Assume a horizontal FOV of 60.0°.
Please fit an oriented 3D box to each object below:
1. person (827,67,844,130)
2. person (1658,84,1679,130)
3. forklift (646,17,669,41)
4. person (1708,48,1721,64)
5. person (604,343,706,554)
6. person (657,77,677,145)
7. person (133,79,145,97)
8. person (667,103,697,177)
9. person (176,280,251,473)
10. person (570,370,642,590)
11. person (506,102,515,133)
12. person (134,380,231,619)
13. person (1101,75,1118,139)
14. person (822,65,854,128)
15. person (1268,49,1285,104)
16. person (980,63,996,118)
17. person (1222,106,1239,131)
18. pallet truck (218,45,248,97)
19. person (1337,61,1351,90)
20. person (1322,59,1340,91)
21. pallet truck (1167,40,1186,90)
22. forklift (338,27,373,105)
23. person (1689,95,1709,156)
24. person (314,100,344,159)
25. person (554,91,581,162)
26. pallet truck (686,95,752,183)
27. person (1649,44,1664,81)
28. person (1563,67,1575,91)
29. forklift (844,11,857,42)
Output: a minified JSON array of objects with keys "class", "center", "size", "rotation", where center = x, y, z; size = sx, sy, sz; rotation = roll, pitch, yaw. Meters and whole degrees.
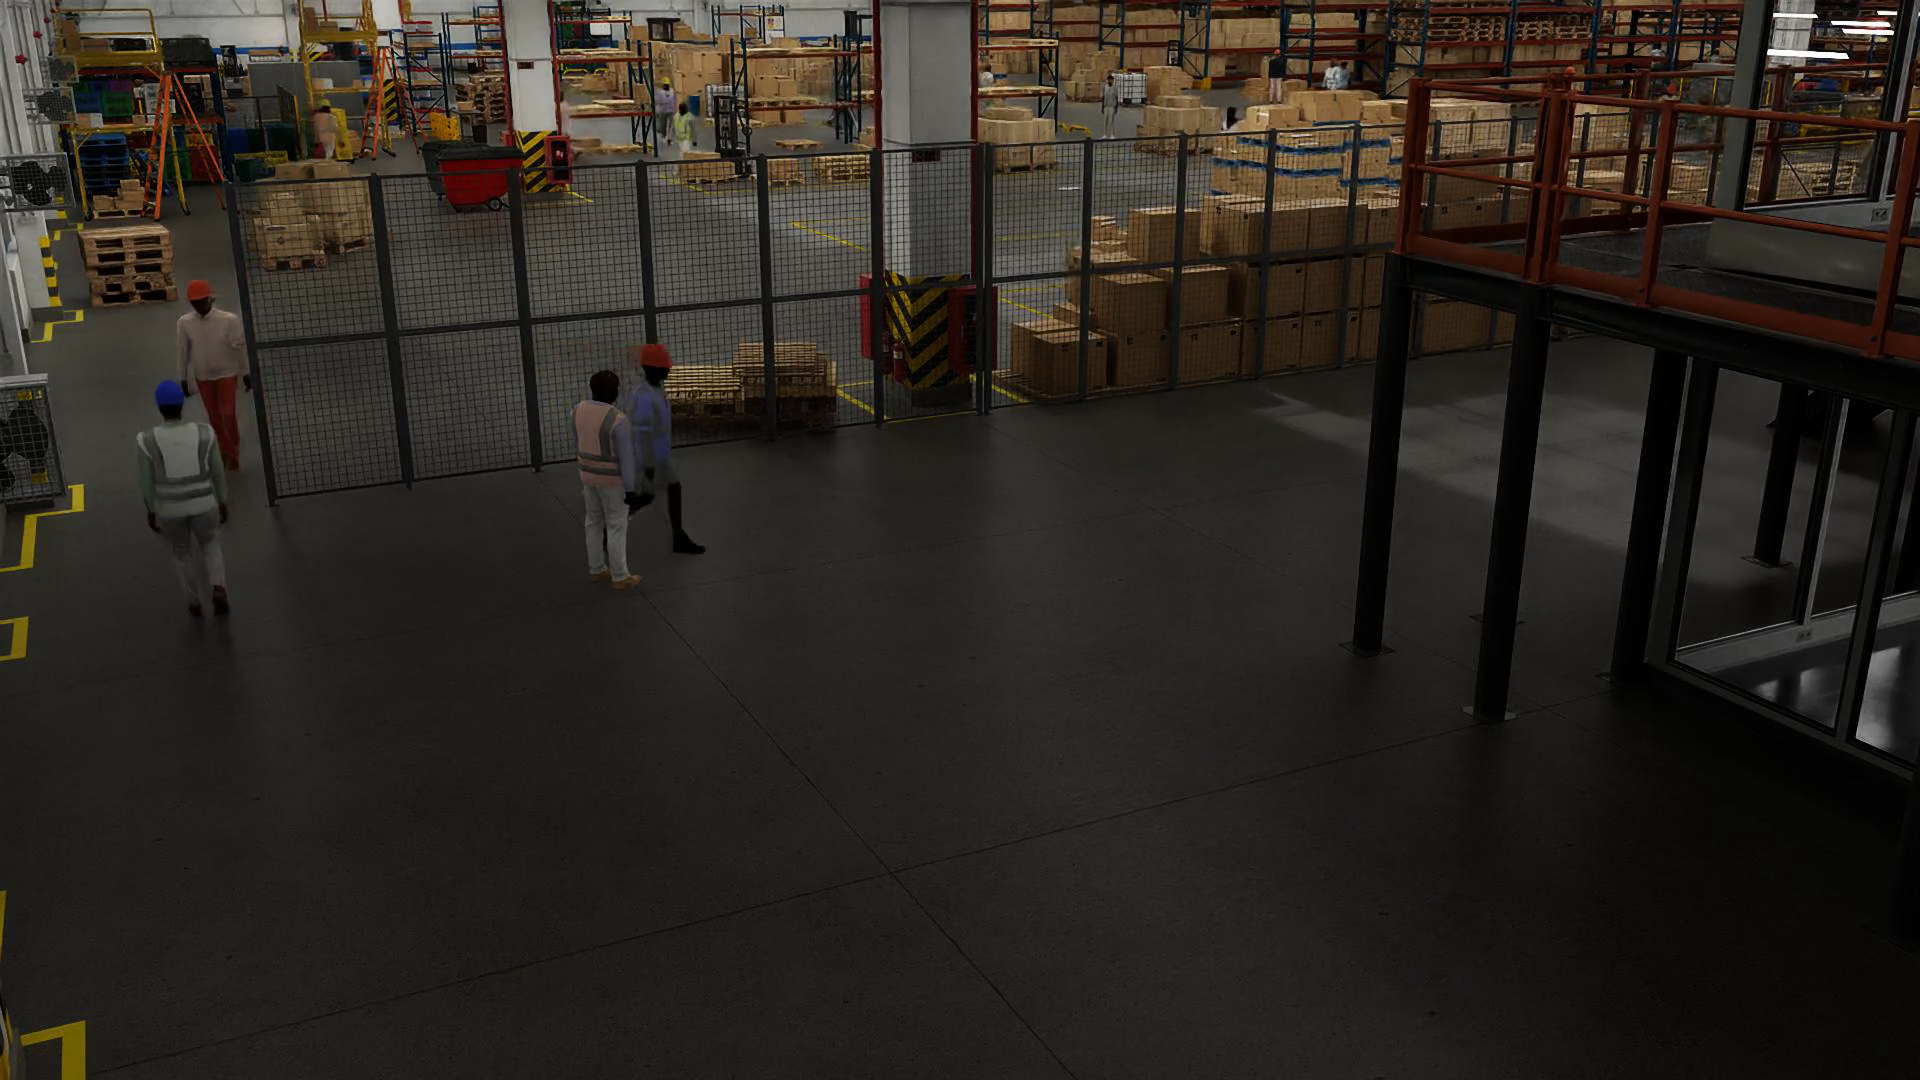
[{"class":"person","center":[-3.861,-13.908,52.427],"size":[0.471,1.927,0.626],"rotation":[-7,20,-20]},{"class":"person","center":[19.443,-11.569,45.741],"size":[0.558,1.874,0.976],"rotation":[3,19,9]},{"class":"forklift","center":[-13.136,-21.333,72.511],"size":[1.129,2.768,1.873],"rotation":[-17,25,-40]},{"class":"person","center":[31.316,-19.608,69.248],"size":[0.654,1.731,0.578],"rotation":[-18,26,-41]},{"class":"person","center":[-2.726,-0.777,14.410],"size":[0.884,1.908,0.554],"rotation":[3,19,7]},{"class":"person","center":[-8.491,-12.471,48.279],"size":[0.600,1.914,0.617],"rotation":[-6,20,-17]},{"class":"person","center":[-25.330,-13.406,51.425],"size":[0.523,1.632,0.313],"rotation":[6,20,17]},{"class":"person","center":[-6.791,-9.752,40.590],"size":[0.644,1.775,0.996],"rotation":[14,23,34]},{"class":"person","center":[-7.568,-1.638,16.804],"size":[0.654,1.960,0.802],"rotation":[-3,19,-8]},{"class":"person","center":[-2.895,-0.495,13.696],"size":[0.618,1.836,0.431],"rotation":[13,23,33]},{"class":"person","center":[-11.242,-10.216,42.080],"size":[0.373,1.681,0.553],"rotation":[14,23,34]},{"class":"person","center":[-6.009,-0.280,12.922],"size":[0.609,1.933,0.532],"rotation":[-12,22,-31]},{"class":"person","center":[4.474,-12.948,49.751],"size":[0.509,1.860,0.333],"rotation":[8,21,22]},{"class":"person","center":[-3.878,-14.200,53.102],"size":[1.027,2.000,0.698],"rotation":[-5,20,-14]},{"class":"person","center":[11.858,-17.350,62.304],"size":[0.617,1.992,0.385],"rotation":[6,20,16]},{"class":"person","center":[0.923,-14.594,54.416],"size":[0.449,1.922,0.666],"rotation":[-13,23,-34]},{"class":"person","center":[6.286,-9.068,38.462],"size":[0.877,1.890,0.601],"rotation":[-14,23,-35]},{"class":"pallet truck","center":[-28.879,-18.665,66.111],"size":[0.823,1.965,1.885],"rotation":[-3,19,-9]},{"class":"person","center":[13.868,-16.458,60.199],"size":[0.575,1.667,0.584],"rotation":[15,24,37]},{"class":"person","center":[13.134,-16.086,58.891],"size":[1.019,1.825,0.602],"rotation":[-17,25,-40]},{"class":"pallet truck","center":[9.045,-19.971,69.895],"size":[0.823,1.965,1.885],"rotation":[-3,19,-8]},{"class":"forklift","center":[-22.393,-17.327,60.899],"size":[1.873,2.768,1.129],"rotation":[-9,21,-25]},{"class":"person","center":[20.237,-11.252,45.216],"size":[0.507,1.608,0.567],"rotation":[-14,23,-35]},{"class":"person","center":[-15.286,-9.722,40.370],"size":[0.616,1.868,1.004],"rotation":[4,19,12]},{"class":"person","center":[-10.153,-10.622,42.918],"size":[0.592,1.919,0.644],"rotation":[-10,21,-26]},{"class":"pallet truck","center":[-5.836,-9.608,39.856],"size":[0.823,1.965,1.885],"rotation":[10,22,27]},{"class":"person","center":[31.327,-21.480,74.810],"size":[0.568,1.641,0.911],"rotation":[10,21,26]},{"class":"person","center":[19.180,-13.953,52.539],"size":[0.552,1.937,0.356],"rotation":[-17,25,-40]},{"class":"forklift","center":[-5.476,-25.083,83.382],"size":[1.873,2.768,1.129],"rotation":[-9,21,-25]}]
